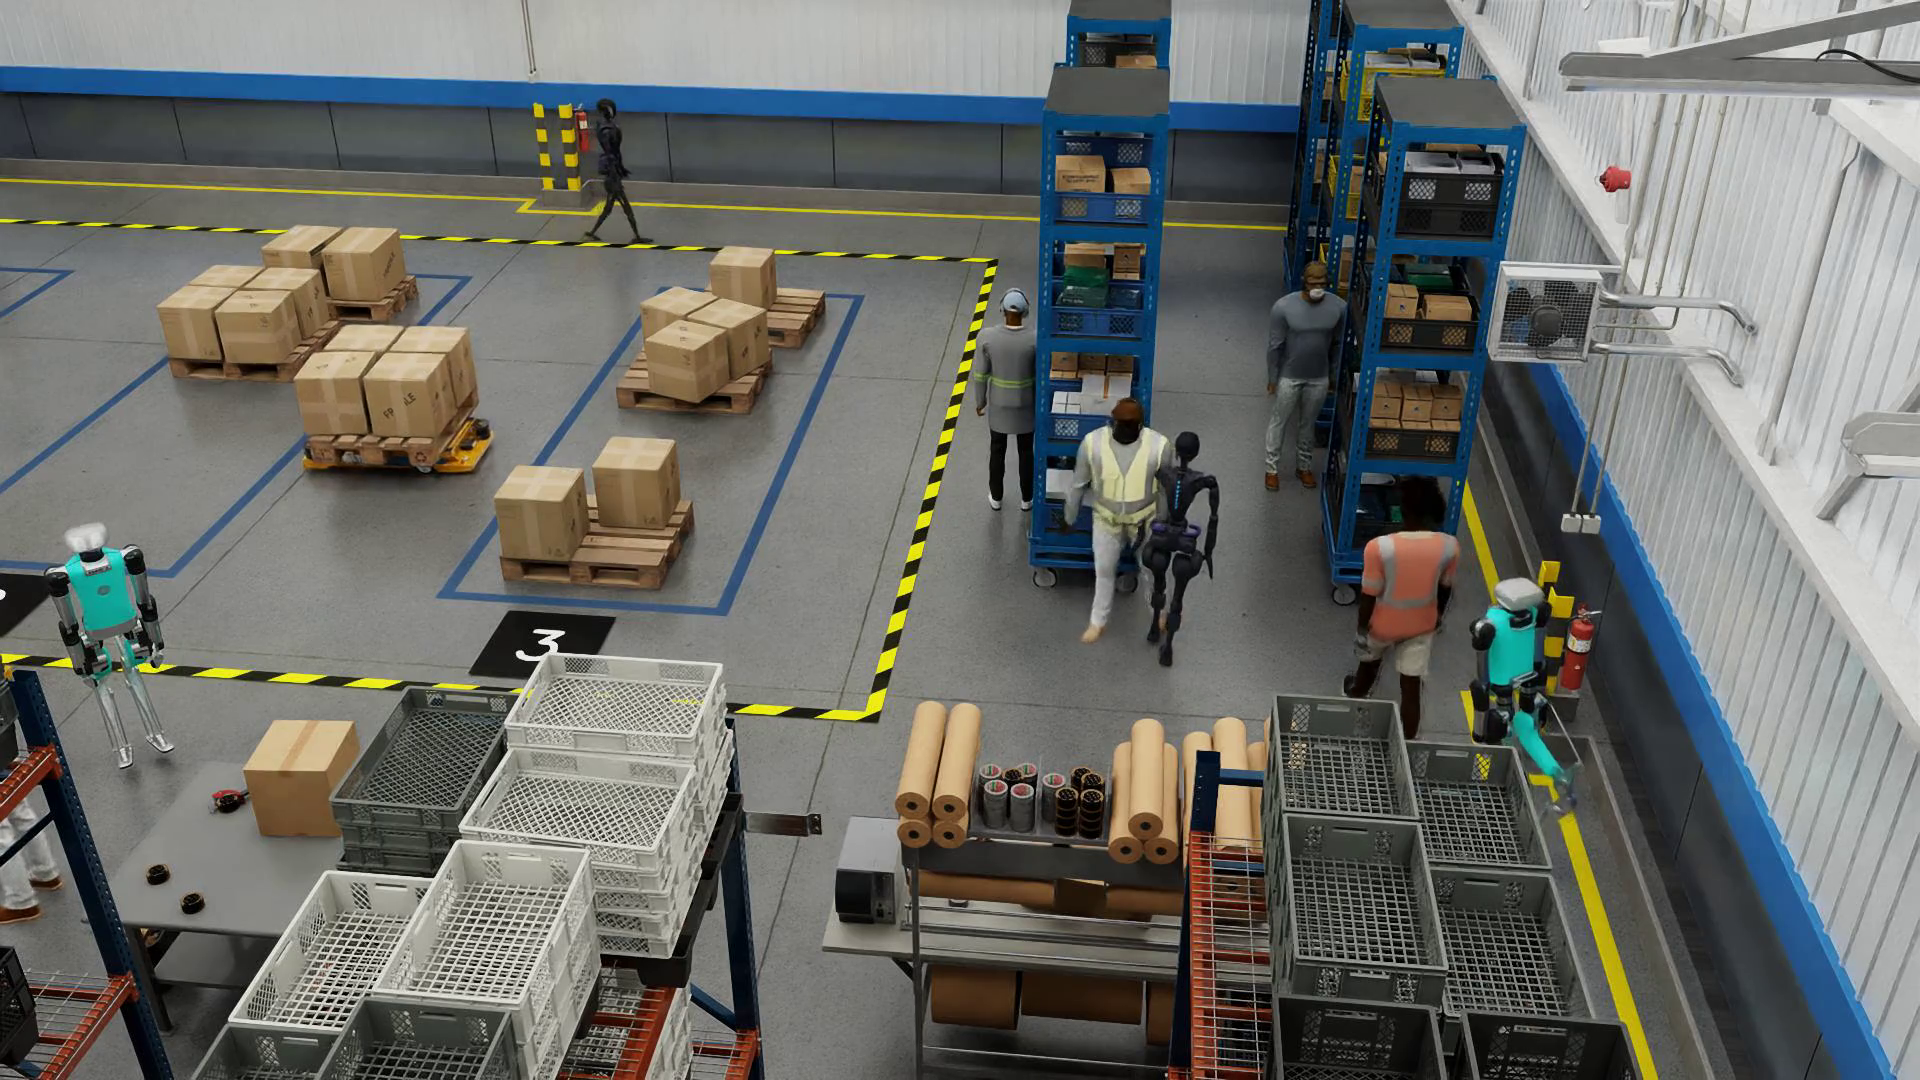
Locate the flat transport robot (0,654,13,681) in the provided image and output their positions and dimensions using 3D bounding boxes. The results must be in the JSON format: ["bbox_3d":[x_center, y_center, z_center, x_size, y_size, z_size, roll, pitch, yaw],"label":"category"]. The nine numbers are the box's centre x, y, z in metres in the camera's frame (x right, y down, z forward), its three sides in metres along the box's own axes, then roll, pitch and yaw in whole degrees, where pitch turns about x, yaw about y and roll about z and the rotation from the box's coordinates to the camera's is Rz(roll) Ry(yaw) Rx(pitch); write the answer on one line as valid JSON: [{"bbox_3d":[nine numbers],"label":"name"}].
[{"bbox_3d":[-7.142,0.969,11.010,1.431,0.231,0.659,3,30,6],"label":"flat transport robot"}]

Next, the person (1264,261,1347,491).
[{"bbox_3d":[2.740,-1.310,13.264,0.627,1.940,0.378,-3,30,-5],"label":"person"}]

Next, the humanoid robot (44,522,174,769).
[{"bbox_3d":[-5.168,0.570,10.101,0.533,1.677,0.735,-21,36,-32],"label":"humanoid robot"}]

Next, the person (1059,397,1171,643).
[{"bbox_3d":[1.073,-0.149,11.371,0.784,1.848,0.466,4,30,7],"label":"person"}]

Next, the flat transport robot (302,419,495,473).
[{"bbox_3d":[-4.742,-0.823,14.060,1.431,0.197,0.652,2,30,3],"label":"flat transport robot"}]

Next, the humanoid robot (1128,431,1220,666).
[{"bbox_3d":[1.426,0.042,11.210,0.594,1.631,0.524,9,31,14],"label":"humanoid robot"}]

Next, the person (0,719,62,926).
[{"bbox_3d":[-5.263,1.234,8.960,0.357,1.879,0.581,-1,30,-2],"label":"person"}]

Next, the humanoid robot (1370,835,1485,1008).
[{"bbox_3d":[2.218,1.996,7.858,0.629,1.626,0.494,18,35,28],"label":"humanoid robot"}]

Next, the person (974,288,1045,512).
[{"bbox_3d":[0.414,-1.096,12.982,0.598,1.850,0.393,3,30,5],"label":"person"}]

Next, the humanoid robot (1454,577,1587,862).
[{"bbox_3d":[3.196,1.123,9.303,0.547,1.782,0.818,-16,34,-25],"label":"humanoid robot"}]

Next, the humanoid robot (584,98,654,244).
[{"bbox_3d":[-3.833,-4.043,18.281,0.779,1.647,0.589,-2,30,-3],"label":"humanoid robot"}]

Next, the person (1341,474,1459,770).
[{"bbox_3d":[2.711,0.459,10.254,0.622,1.907,1.024,-2,30,-4],"label":"person"}]
